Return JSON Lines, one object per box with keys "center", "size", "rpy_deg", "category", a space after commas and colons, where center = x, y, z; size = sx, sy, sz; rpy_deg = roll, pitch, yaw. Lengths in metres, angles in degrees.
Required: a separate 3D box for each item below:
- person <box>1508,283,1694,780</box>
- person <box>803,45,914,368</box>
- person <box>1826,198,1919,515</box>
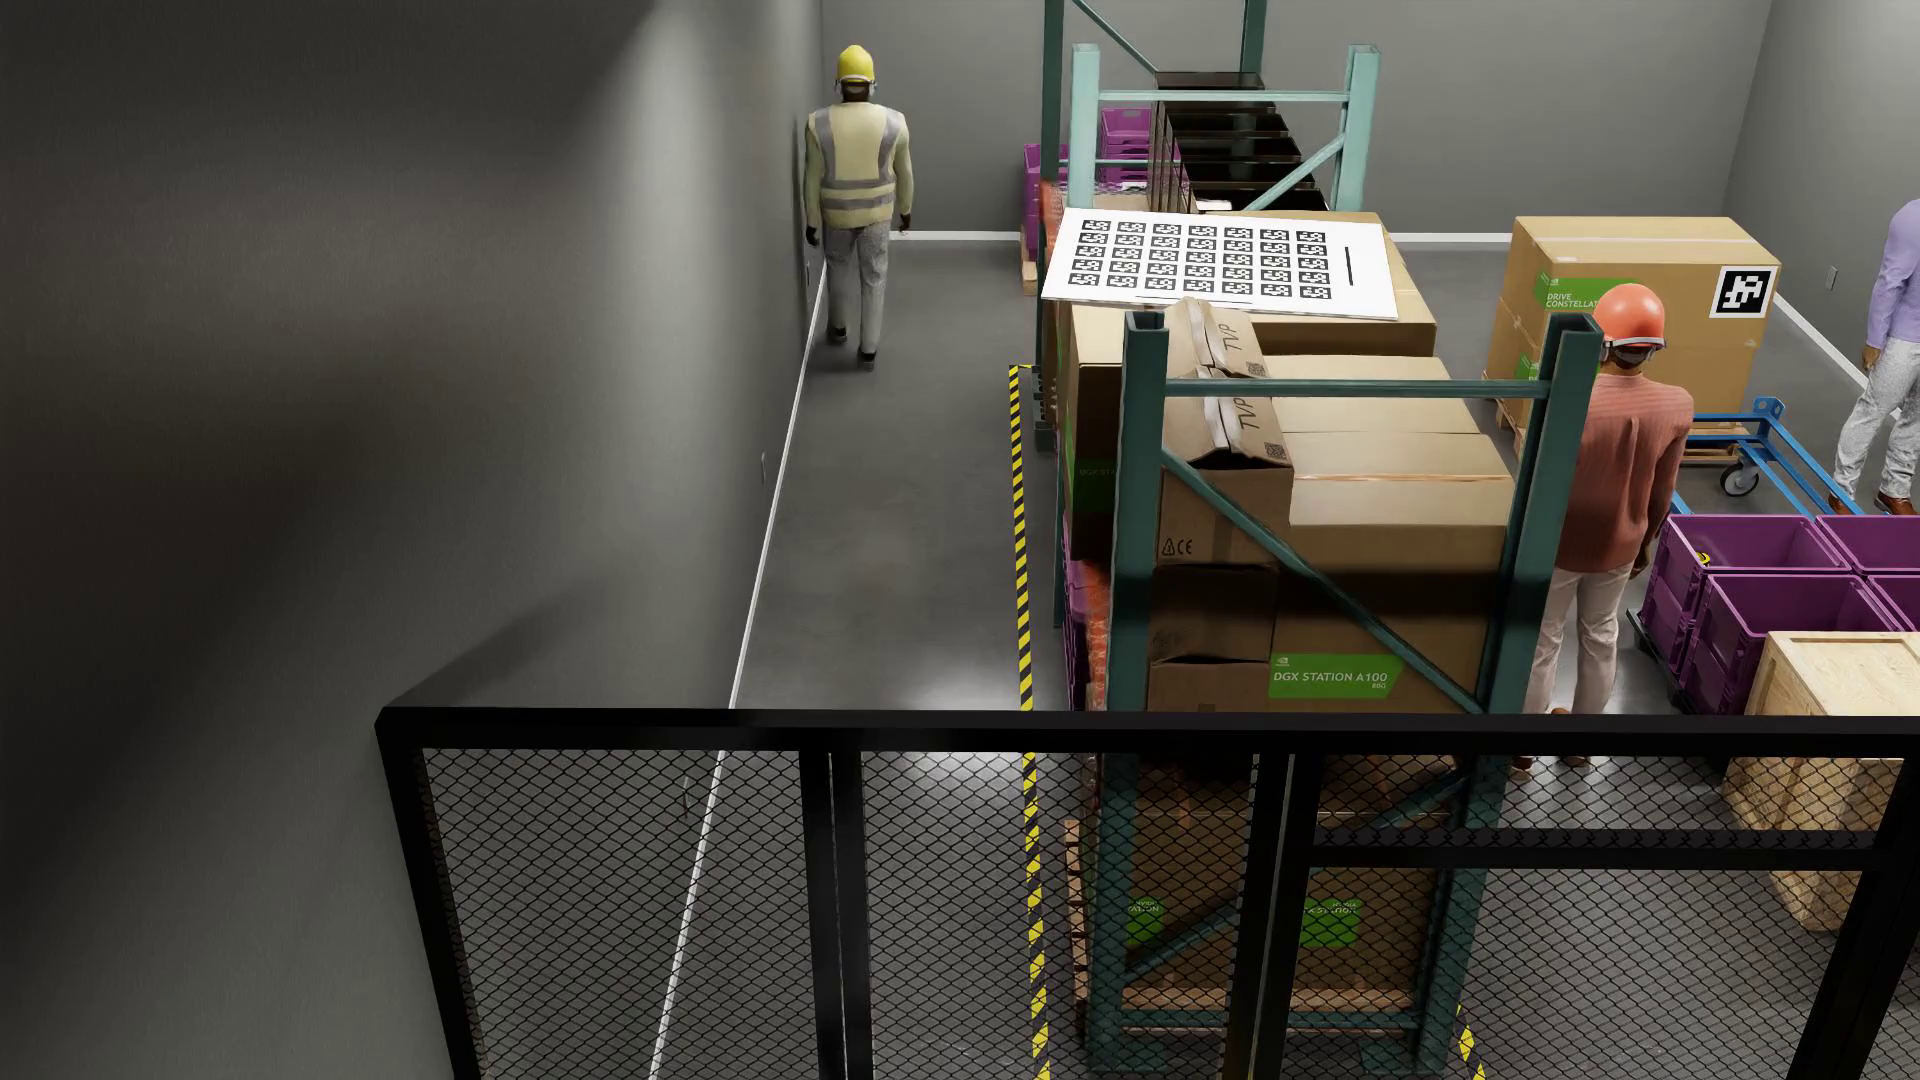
{"center": [2.301, 0.000, 6.161], "size": [0.626, 1.992, 0.387], "rpy_deg": [-7, 32, -12], "category": "person"}
{"center": [-0.586, -1.938, 9.559], "size": [0.630, 1.803, 0.771], "rpy_deg": [-4, 31, -6], "category": "person"}
{"center": [4.537, -0.944, 7.783], "size": [0.627, 1.940, 0.372], "rpy_deg": [-1, 31, -1], "category": "person"}
